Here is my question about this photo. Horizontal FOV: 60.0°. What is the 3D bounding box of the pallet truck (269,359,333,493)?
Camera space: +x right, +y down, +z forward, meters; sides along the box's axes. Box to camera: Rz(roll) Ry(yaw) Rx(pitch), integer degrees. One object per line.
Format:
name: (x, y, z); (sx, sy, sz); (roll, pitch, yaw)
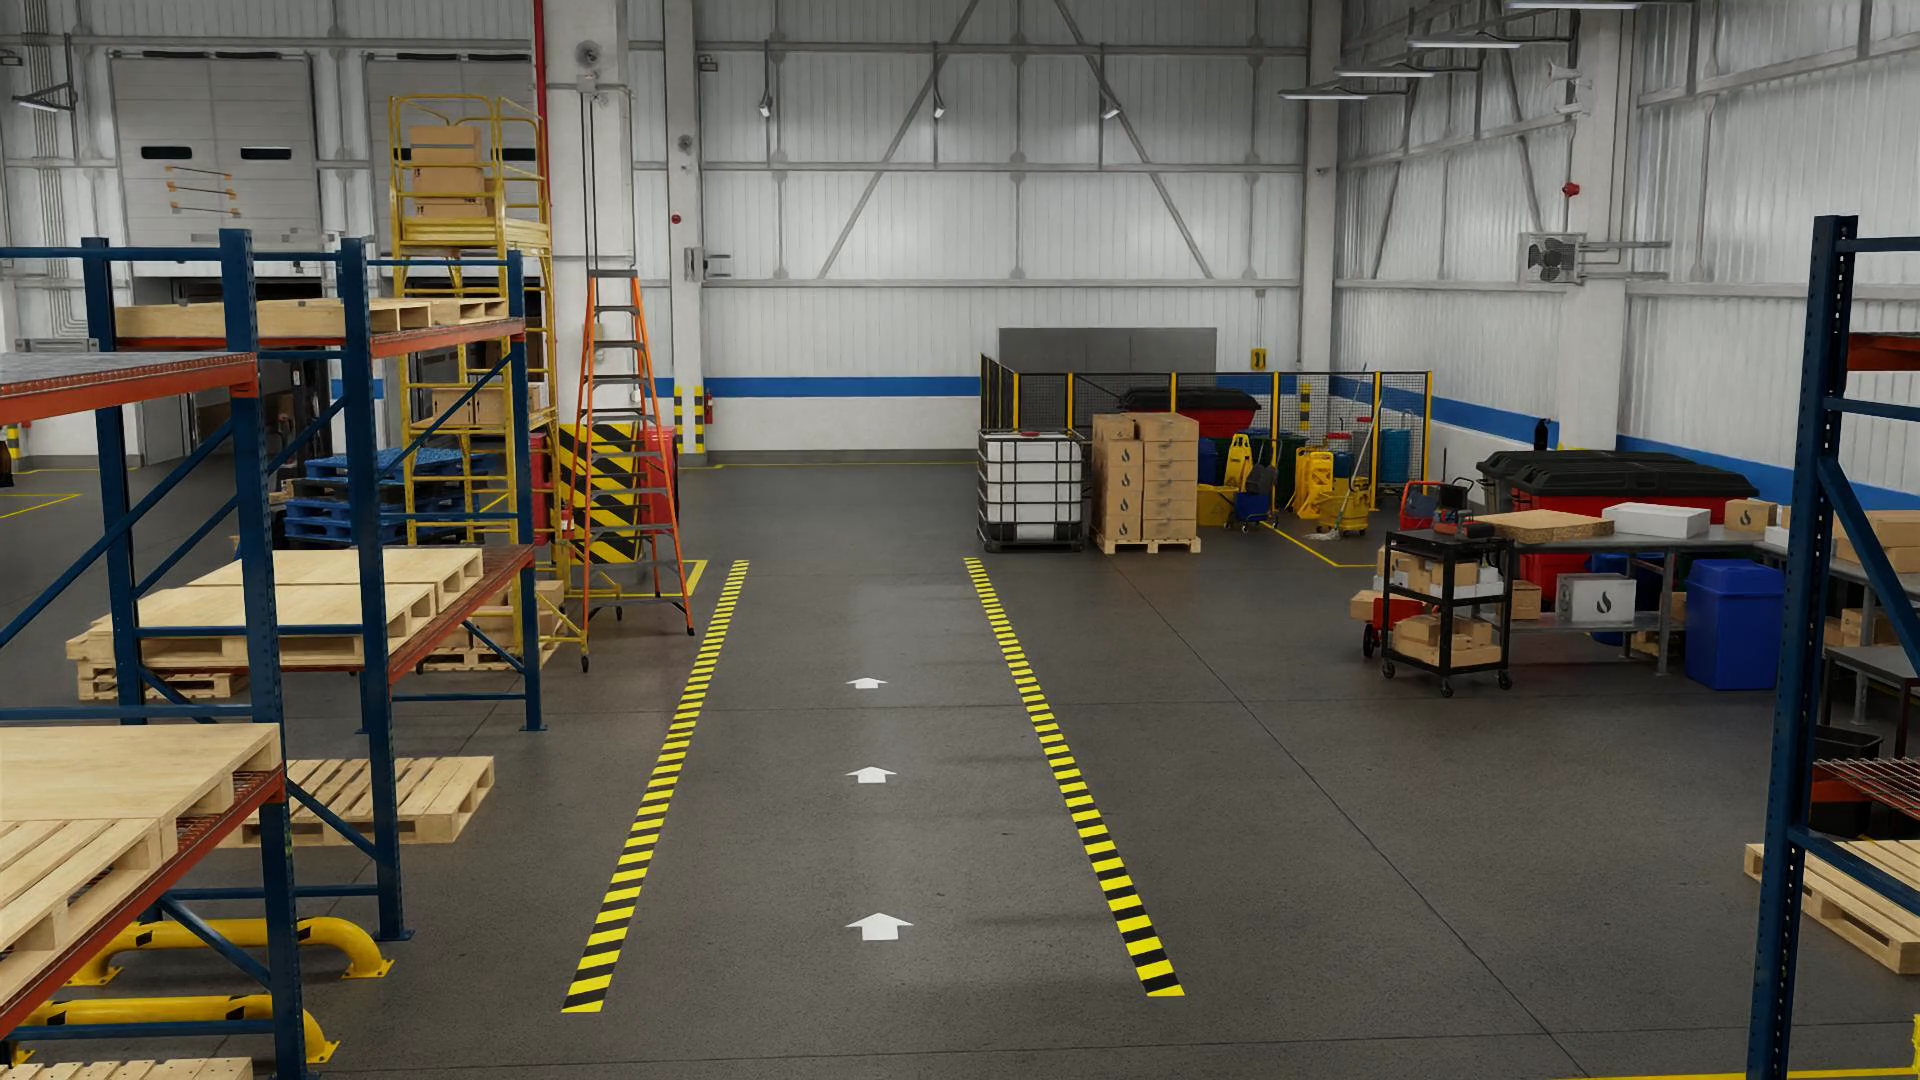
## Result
pallet truck: (-7.062, -1.131, 18.996); (1.885, 1.965, 0.823); (2, 9, 13)

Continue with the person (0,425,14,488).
person: (-13.139, -1.670, 22.598); (0.389, 1.930, 0.544); (-8, 12, -42)
